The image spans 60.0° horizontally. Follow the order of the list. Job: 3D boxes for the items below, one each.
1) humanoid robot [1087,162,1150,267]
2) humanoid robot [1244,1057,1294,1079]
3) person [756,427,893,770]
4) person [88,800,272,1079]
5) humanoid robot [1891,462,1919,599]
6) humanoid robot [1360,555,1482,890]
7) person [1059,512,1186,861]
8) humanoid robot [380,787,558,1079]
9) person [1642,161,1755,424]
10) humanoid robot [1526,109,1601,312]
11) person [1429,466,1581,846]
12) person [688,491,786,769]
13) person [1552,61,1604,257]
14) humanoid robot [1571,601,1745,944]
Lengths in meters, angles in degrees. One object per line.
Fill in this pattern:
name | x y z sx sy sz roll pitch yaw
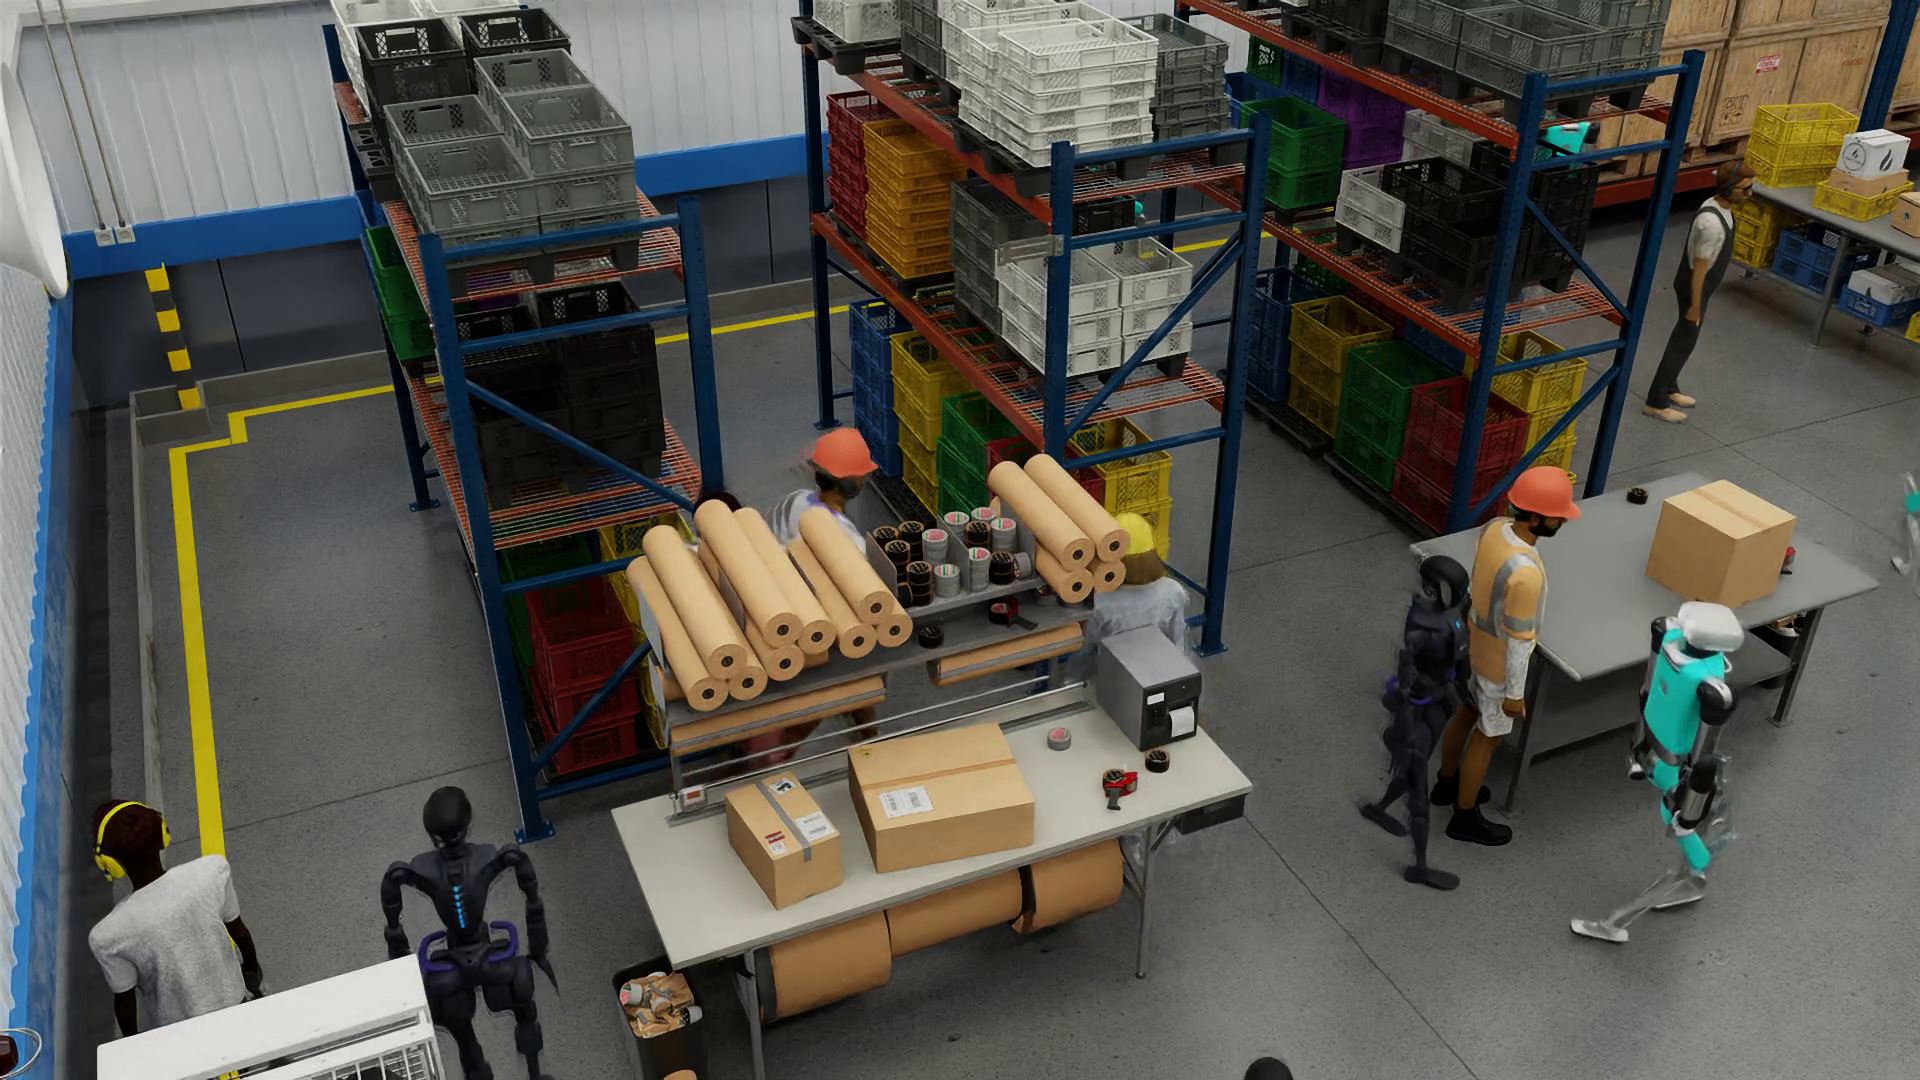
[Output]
humanoid robot | 1.255 -2.969 13.263 0.735 1.677 0.533 -5 32 -8
humanoid robot | 0.832 2.195 5.065 0.588 1.638 0.568 -3 32 -5
person | -0.689 0.430 7.662 1.090 1.984 0.623 -16 35 -25
person | -2.657 1.644 5.789 0.340 1.857 0.517 22 38 31
humanoid robot | 5.554 -0.461 9.310 0.533 1.779 0.765 -8 32 -12
humanoid robot | 2.116 0.762 7.416 0.611 1.637 0.616 26 40 36
person | 0.737 0.661 7.513 0.504 1.714 0.567 -14 34 -21
humanoid robot | -1.793 1.565 6.081 0.591 1.656 0.338 -9 33 -14
person | 4.969 -1.666 11.189 0.331 1.836 0.505 15 35 23
humanoid robot | 4.458 -2.625 12.874 0.531 1.805 0.805 -1 32 -2
person | 2.465 0.519 7.539 0.368 1.933 0.550 -1 32 -2
person | -0.949 0.561 7.526 0.611 1.879 0.854 4 32 6
person | 5.084 -3.210 13.766 0.524 1.761 0.335 -15 35 -23
humanoid robot | 3.138 1.004 6.967 0.893 1.773 0.579 -4 32 -7
